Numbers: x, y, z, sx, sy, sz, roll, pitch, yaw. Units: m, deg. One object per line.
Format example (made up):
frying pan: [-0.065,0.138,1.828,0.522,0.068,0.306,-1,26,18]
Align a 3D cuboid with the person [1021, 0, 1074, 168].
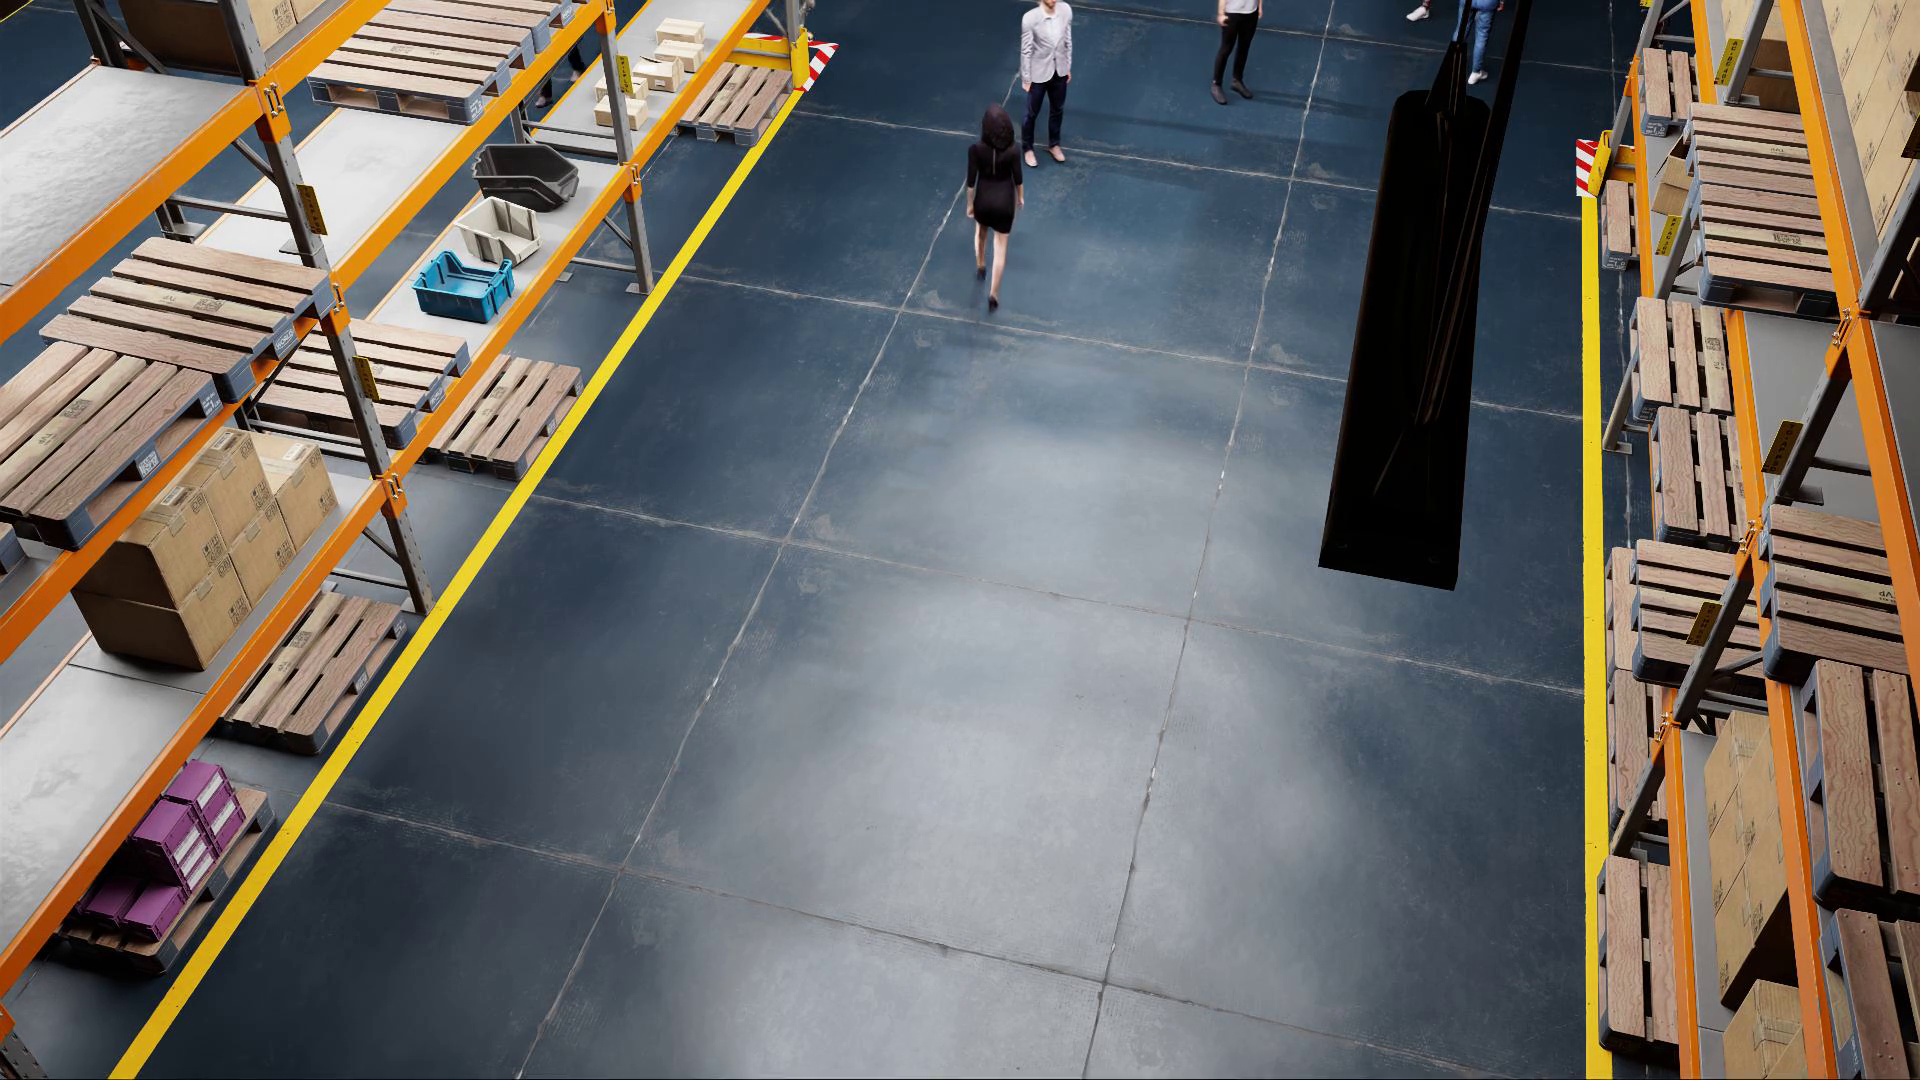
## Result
person: [0.812,-4.390,15.520,0.754,1.848,0.788,-17,46,-17]

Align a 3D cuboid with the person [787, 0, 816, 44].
person: [-1.784,-5.853,17.377,0.595,1.405,0.463,14,45,14]

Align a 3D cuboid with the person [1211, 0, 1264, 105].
person: [2.762,-5.246,16.408,0.736,1.863,0.766,-17,46,-17]

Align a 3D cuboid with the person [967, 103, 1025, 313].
person: [0.276,-2.686,13.783,0.659,1.777,0.896,7,44,7]

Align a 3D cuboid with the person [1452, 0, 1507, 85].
person: [5.235,-5.488,16.701,0.746,1.809,0.691,26,50,25]
